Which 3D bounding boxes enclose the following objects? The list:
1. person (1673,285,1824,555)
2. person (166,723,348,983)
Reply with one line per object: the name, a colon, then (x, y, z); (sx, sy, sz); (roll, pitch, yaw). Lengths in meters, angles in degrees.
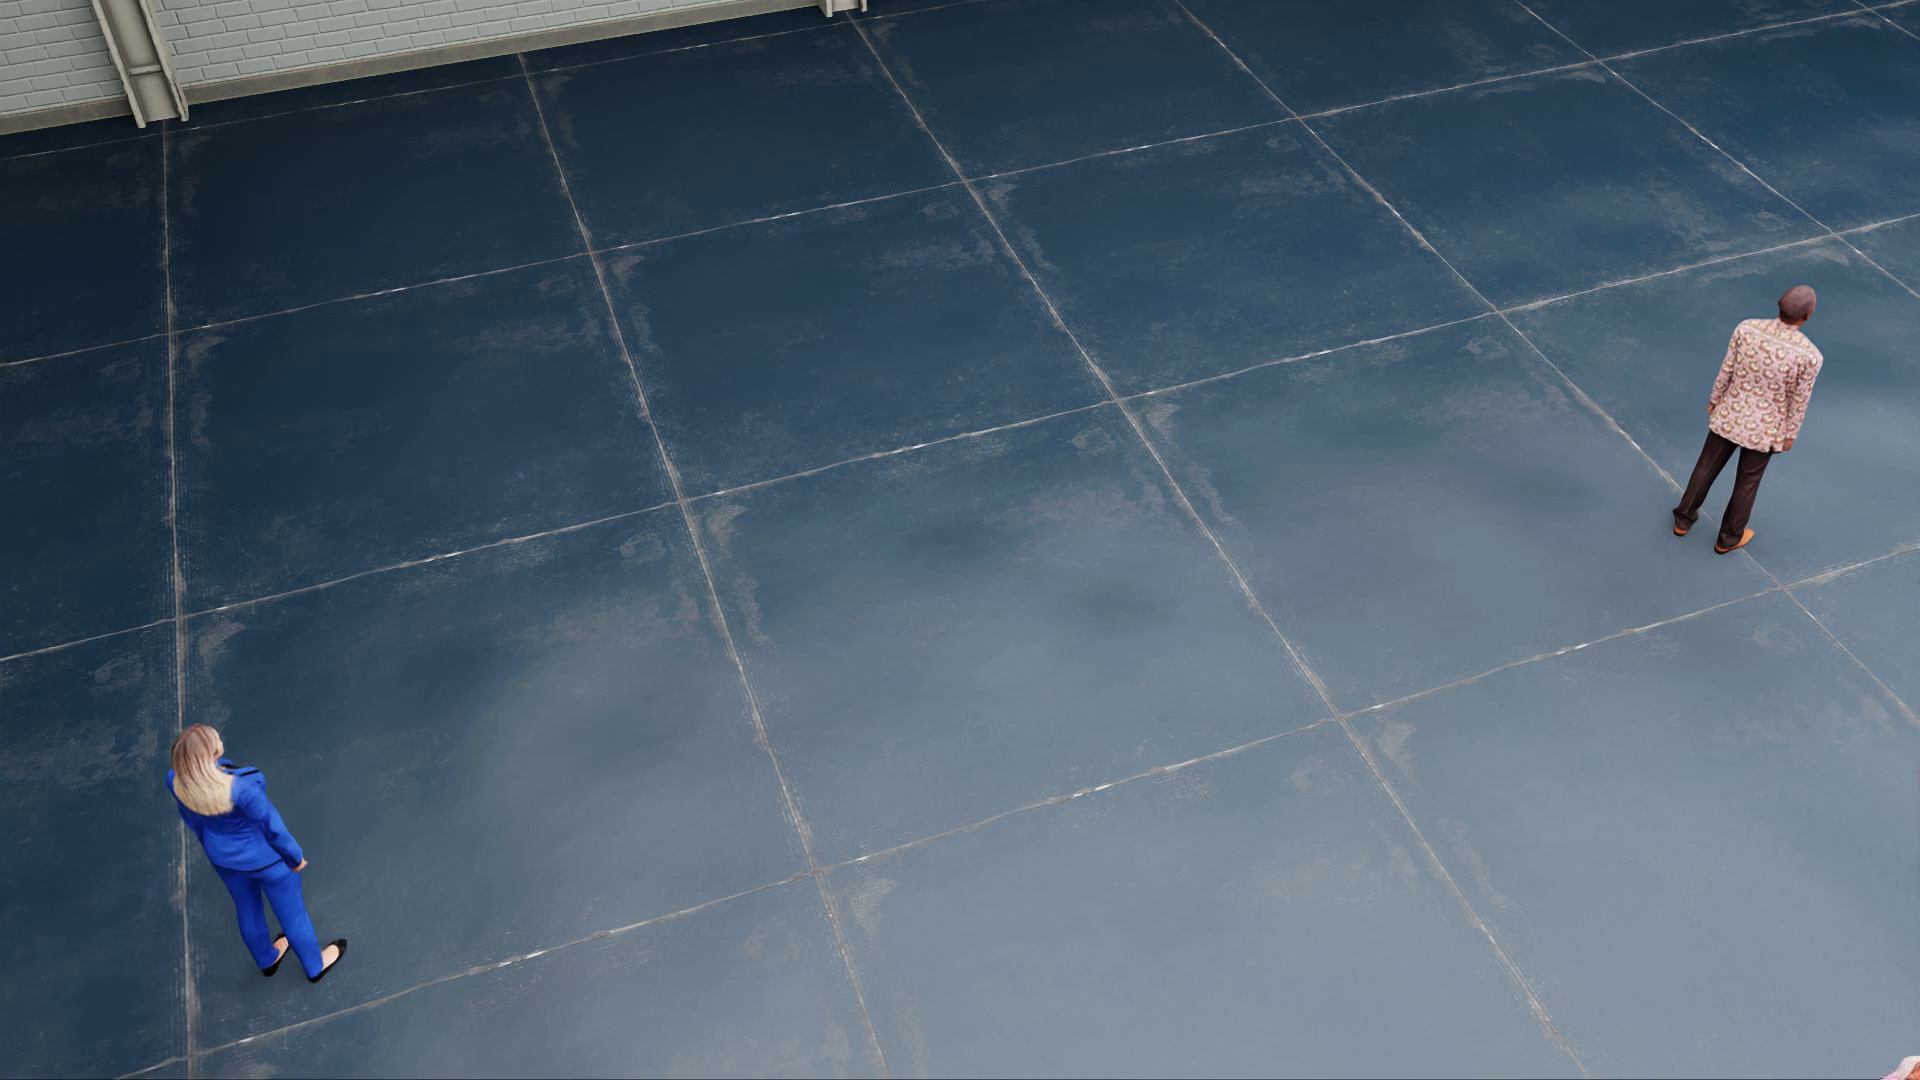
person: (4.578, -0.695, 9.634); (0.765, 1.808, 0.749); (34, 53, 31)
person: (-3.187, 1.417, 7.451); (0.662, 1.700, 0.768); (9, 44, 9)
